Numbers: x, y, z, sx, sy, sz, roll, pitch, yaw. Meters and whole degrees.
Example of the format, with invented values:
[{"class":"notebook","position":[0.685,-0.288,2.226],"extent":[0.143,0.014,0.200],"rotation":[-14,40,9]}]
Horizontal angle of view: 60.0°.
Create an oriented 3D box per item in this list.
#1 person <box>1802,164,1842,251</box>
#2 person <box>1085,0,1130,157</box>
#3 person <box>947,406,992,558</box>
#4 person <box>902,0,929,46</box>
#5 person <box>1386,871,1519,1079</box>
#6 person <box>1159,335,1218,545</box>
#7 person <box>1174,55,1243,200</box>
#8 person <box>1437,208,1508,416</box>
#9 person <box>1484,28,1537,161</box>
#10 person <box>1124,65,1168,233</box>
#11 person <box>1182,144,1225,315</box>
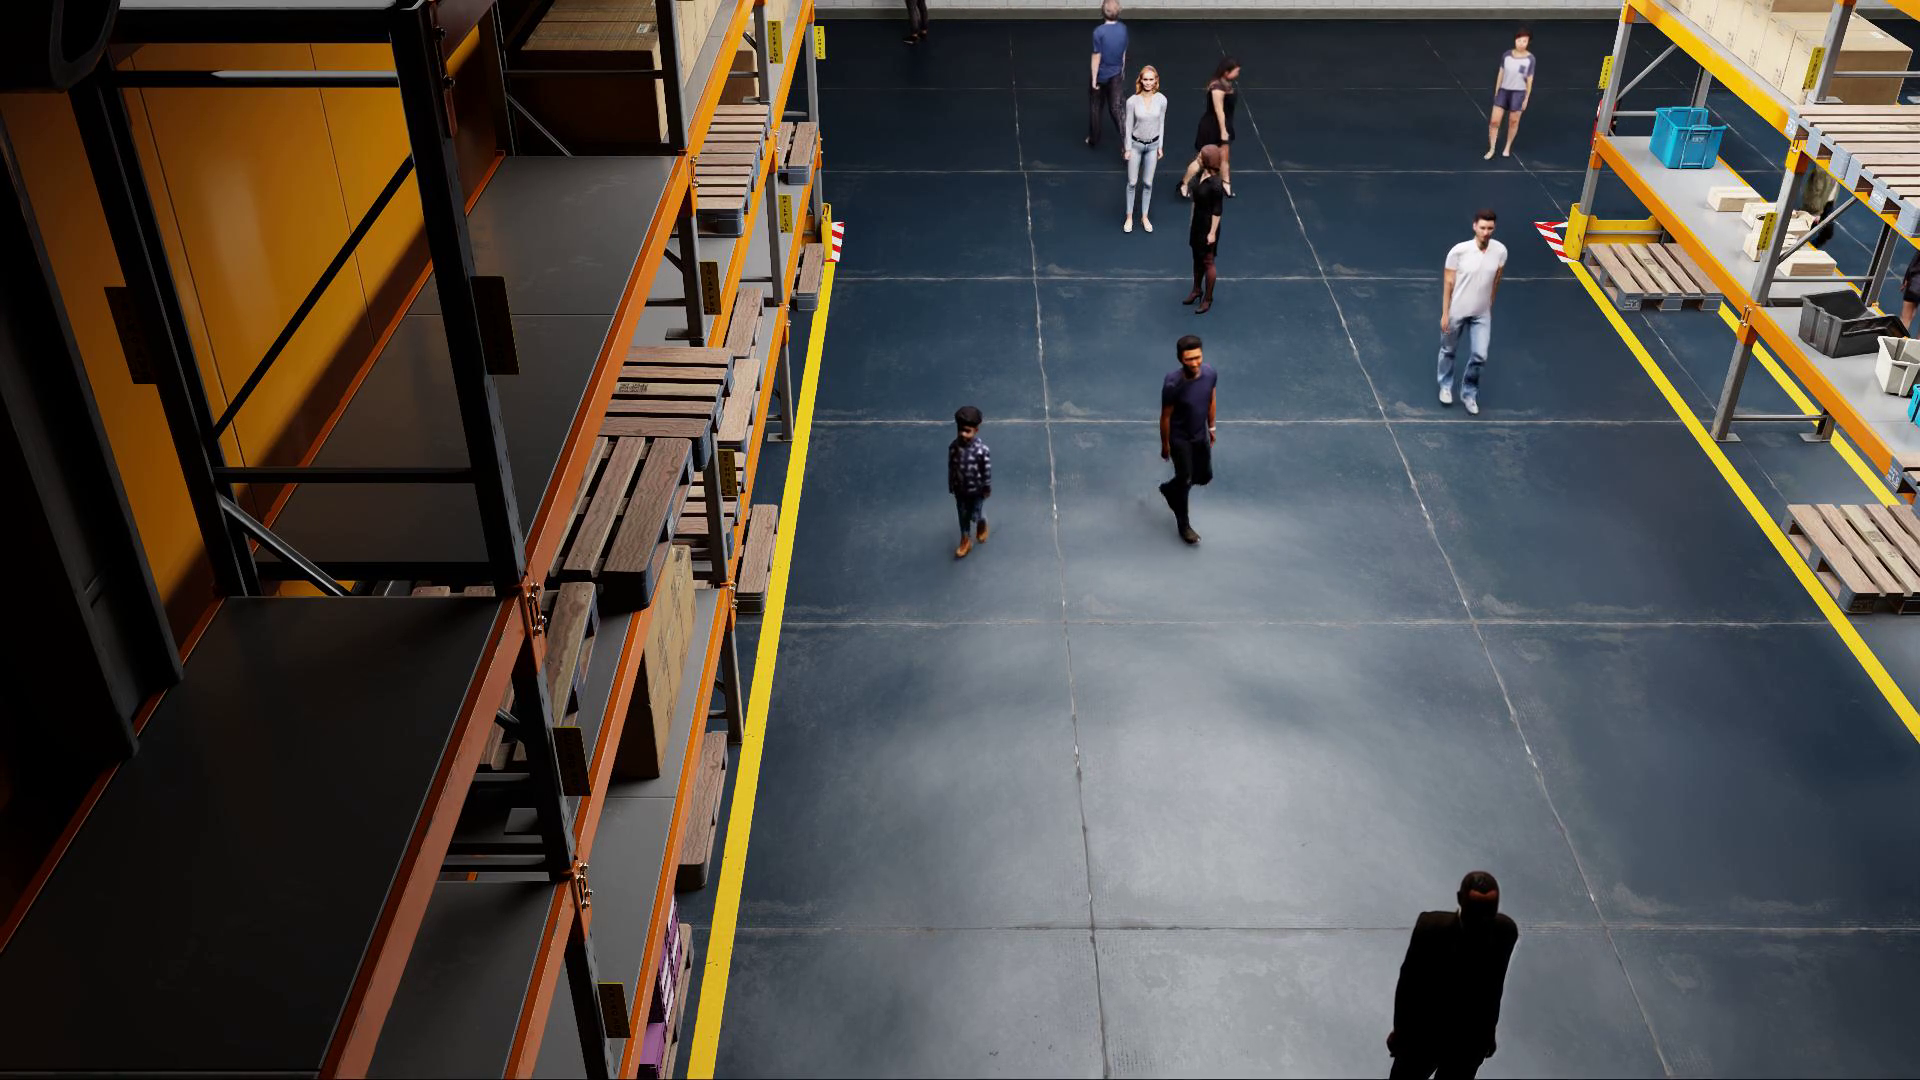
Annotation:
[{"class":"person","position":[8.675,-3.401,16.926],"extent":[0.673,1.467,0.688],"rotation":[-18,37,-25]},{"class":"person","position":[1.802,-5.435,19.646],"extent":[0.934,1.843,1.210],"rotation":[-13,36,-19]},{"class":"person","position":[0.092,-0.468,12.715],"extent":[0.630,1.244,0.719],"rotation":[14,36,20]},{"class":"person","position":[-0.639,-7.897,23.461],"extent":[0.757,1.721,0.683],"rotation":[26,42,34]},{"class":"person","position":[2.329,2.299,7.956],"extent":[0.690,1.905,0.618],"rotation":[-2,34,-3]},{"class":"person","position":[1.698,-0.824,12.774],"extent":[0.875,1.771,0.961],"rotation":[-19,38,-27]},{"class":"person","position":[2.747,-4.533,18.452],"extent":[0.858,1.663,0.932],"rotation":[5,34,7]},{"class":"person","position":[4.431,-2.054,14.557],"extent":[0.712,1.845,0.765],"rotation":[4,34,6]},{"class":"person","position":[6.571,-5.322,19.743],"extent":[0.735,1.548,0.825],"rotation":[16,37,23]},{"class":"person","position":[1.961,-4.194,17.821],"extent":[0.598,1.797,0.528],"rotation":[-2,34,-3]},{"class":"person","position":[2.392,-3.033,16.158],"extent":[0.712,1.703,0.562],"rotation":[-12,36,-18]}]
